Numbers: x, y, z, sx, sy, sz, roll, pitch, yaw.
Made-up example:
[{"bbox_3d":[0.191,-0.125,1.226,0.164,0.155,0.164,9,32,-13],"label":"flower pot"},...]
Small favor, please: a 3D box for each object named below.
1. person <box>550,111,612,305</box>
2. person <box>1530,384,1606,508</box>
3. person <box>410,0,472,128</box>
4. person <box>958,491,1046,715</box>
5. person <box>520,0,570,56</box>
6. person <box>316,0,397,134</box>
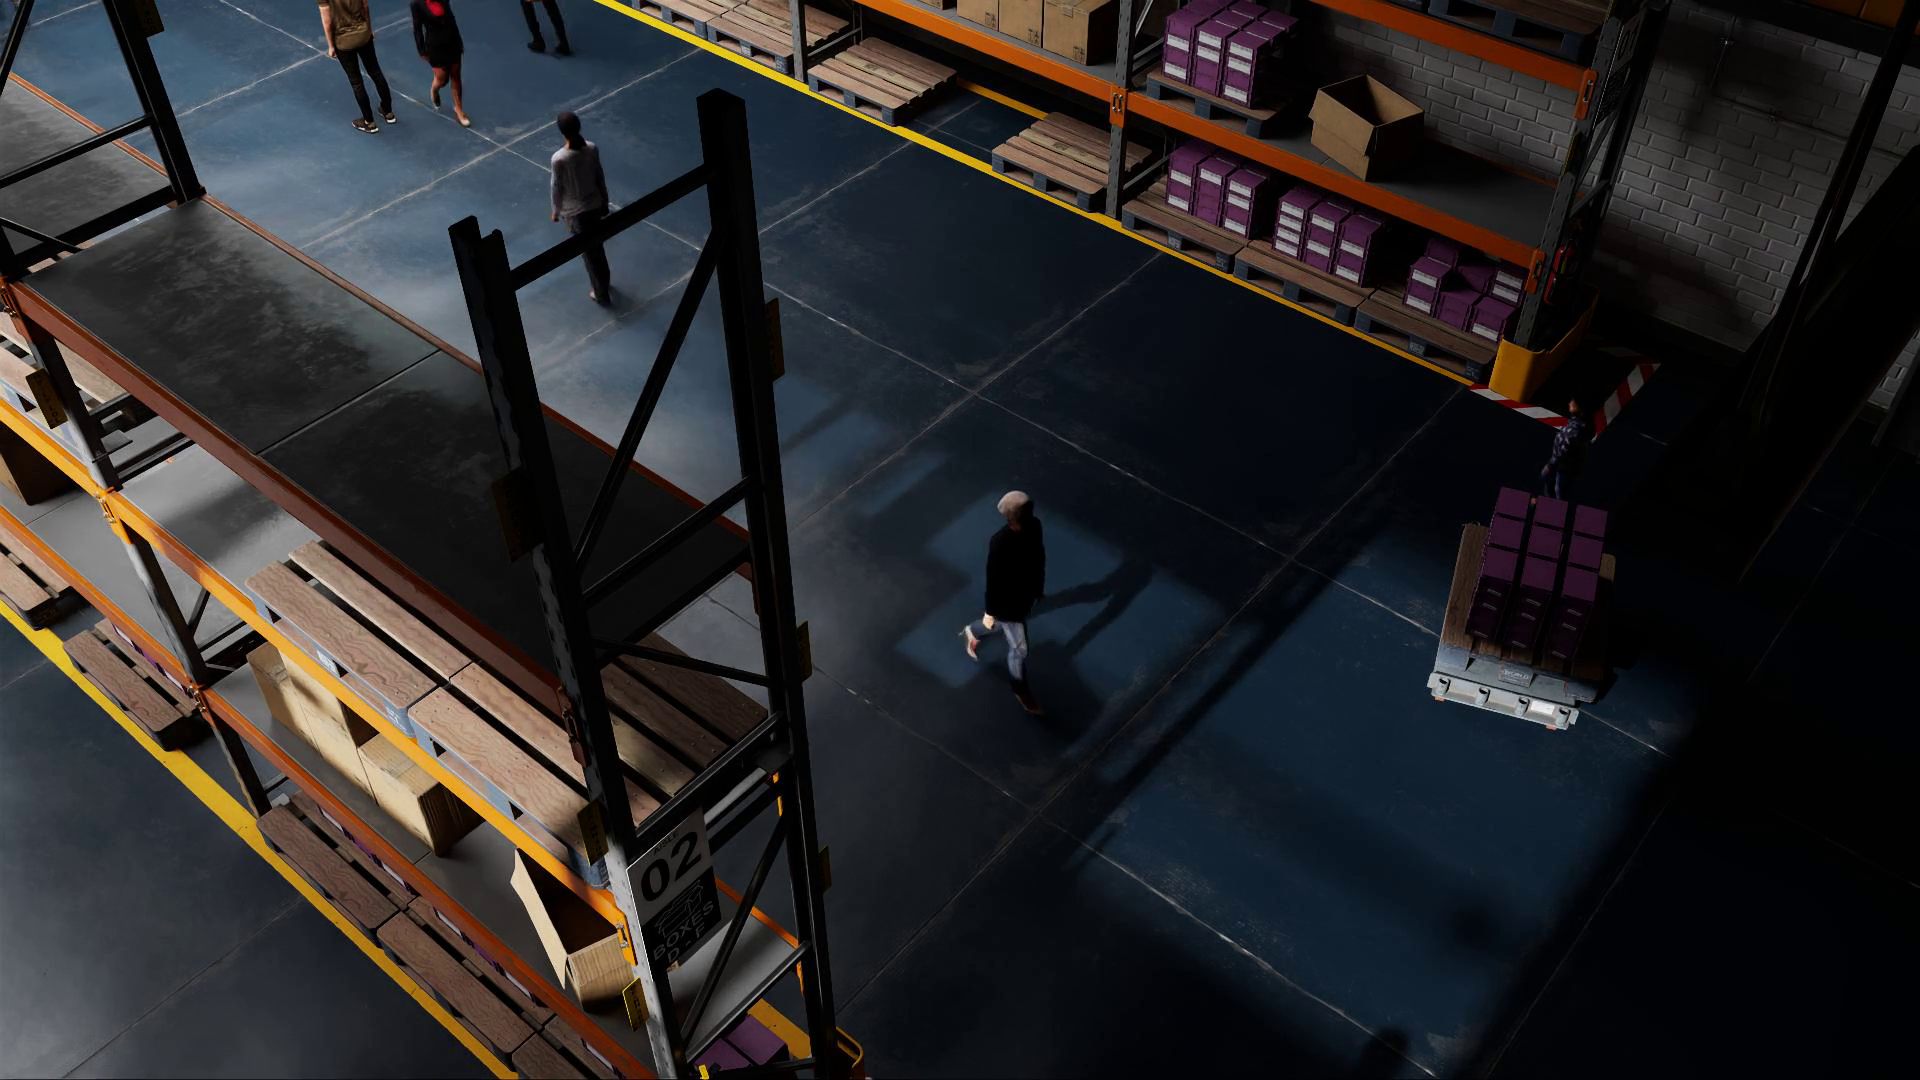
[{"bbox_3d":[-3.087,-2.713,13.834,0.641,1.762,0.686,-33,52,-30],"label":"person"},{"bbox_3d":[4.436,-0.588,11.981,0.583,1.242,0.554,17,46,17],"label":"person"},{"bbox_3d":[-5.054,-4.771,16.092,0.708,1.629,0.597,34,53,30],"label":"person"},{"bbox_3d":[0.265,0.361,10.719,1.050,1.750,0.748,32,52,29],"label":"person"},{"bbox_3d":[-4.332,-5.805,17.129,0.767,1.695,0.689,28,50,27],"label":"person"},{"bbox_3d":[-5.844,-4.828,15.990,0.555,1.851,0.650,32,52,29],"label":"person"}]
